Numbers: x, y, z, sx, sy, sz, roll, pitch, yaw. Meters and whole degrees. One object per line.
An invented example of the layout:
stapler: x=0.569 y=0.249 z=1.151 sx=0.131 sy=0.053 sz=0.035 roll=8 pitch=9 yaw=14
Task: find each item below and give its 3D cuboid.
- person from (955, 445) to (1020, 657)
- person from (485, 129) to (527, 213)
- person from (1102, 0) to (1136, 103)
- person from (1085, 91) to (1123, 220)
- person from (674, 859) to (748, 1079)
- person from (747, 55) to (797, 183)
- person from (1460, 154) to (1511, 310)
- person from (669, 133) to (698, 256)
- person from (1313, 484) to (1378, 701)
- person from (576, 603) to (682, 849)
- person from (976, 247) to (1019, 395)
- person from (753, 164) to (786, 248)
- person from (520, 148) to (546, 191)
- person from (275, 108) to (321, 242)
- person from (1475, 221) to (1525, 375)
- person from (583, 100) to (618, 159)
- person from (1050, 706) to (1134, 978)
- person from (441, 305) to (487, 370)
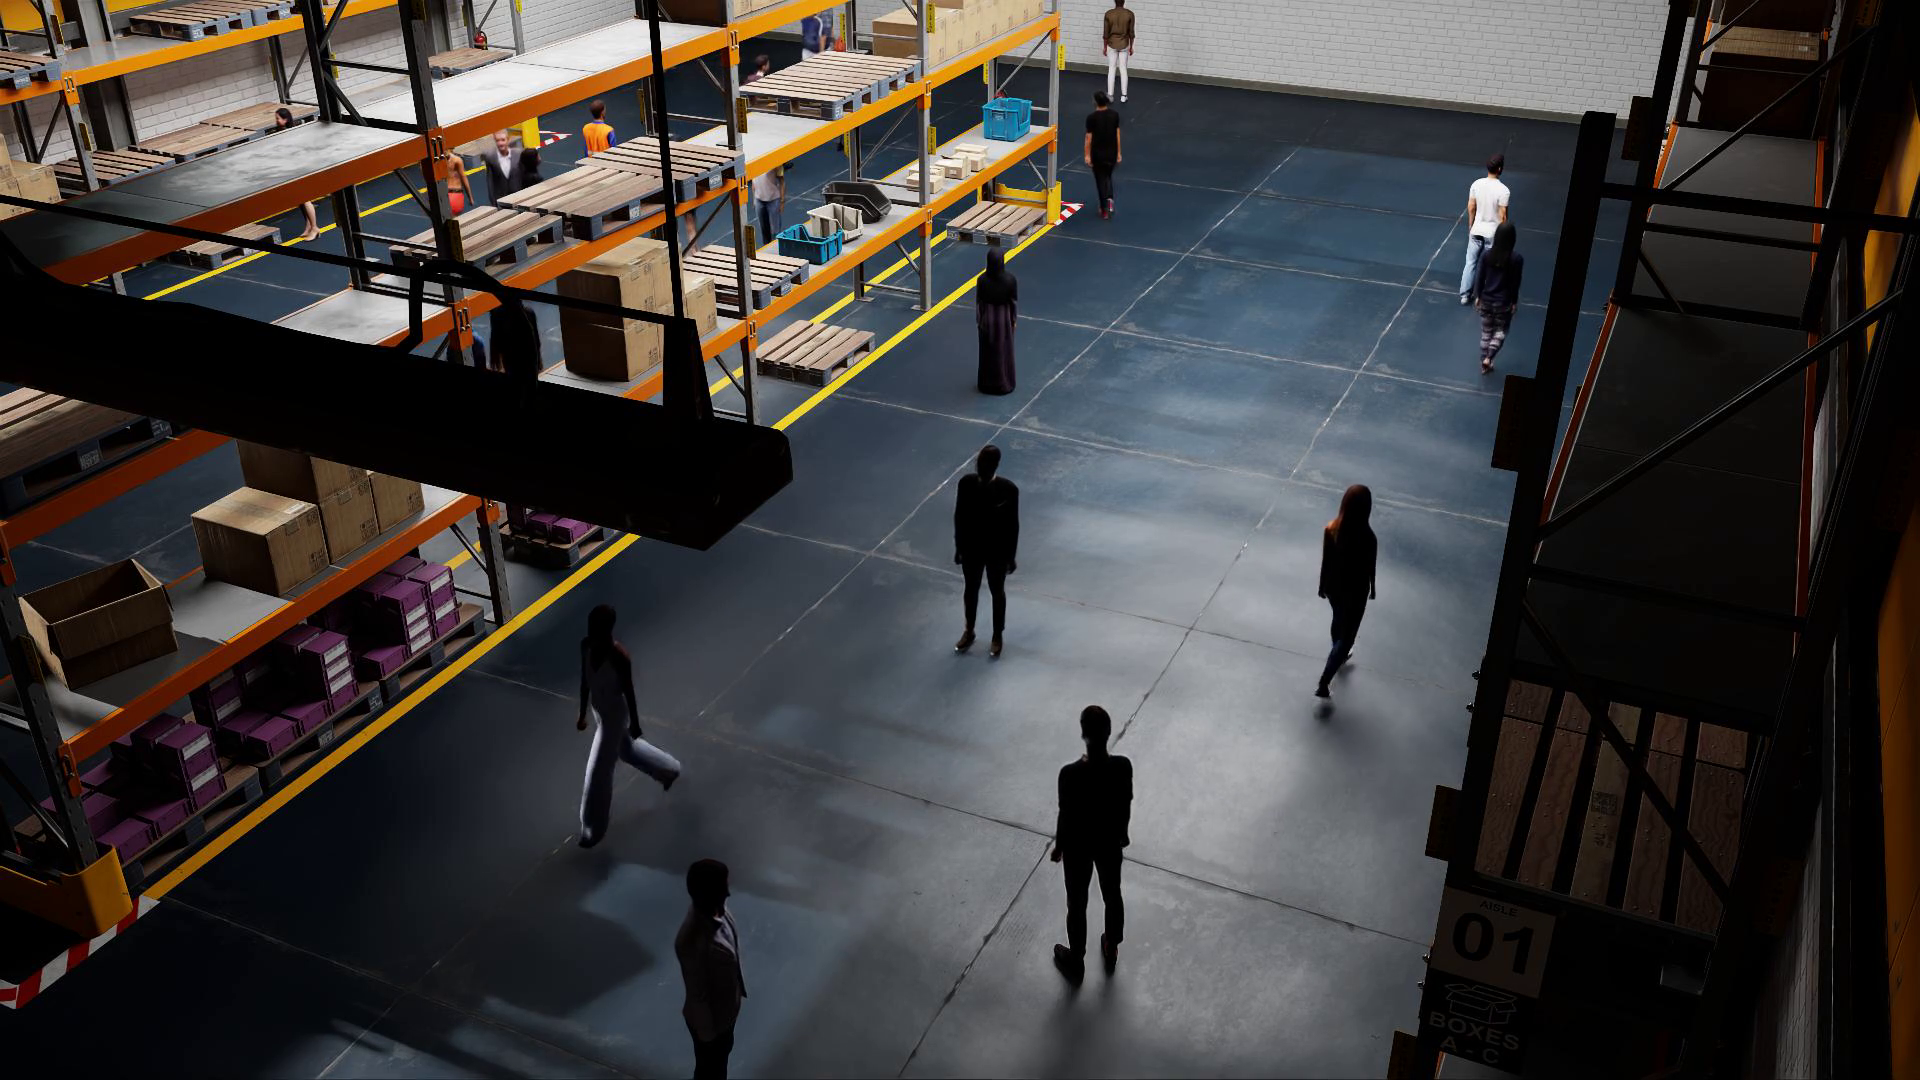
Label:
person: x=0.204 y=0.064 z=13.074 sx=0.690 sy=1.801 sz=0.611 roll=8 pitch=30 yaw=15
person: x=-5.712 y=-4.358 z=21.189 sx=1.198 sy=1.794 sz=1.276 roll=-9 pitch=30 yaw=-16
person: x=2.742 y=-8.529 z=28.802 sx=0.791 sy=1.825 sz=0.728 roll=2 pitch=29 yaw=4
person: x=2.002 y=-5.283 z=22.944 sx=0.792 sy=1.737 sz=0.834 roll=-5 pitch=29 yaw=-10
person: x=-1.297 y=2.417 z=8.713 sx=0.804 sy=1.847 sz=0.635 roll=3 pitch=29 yaw=6
person: x=-2.966 y=-6.140 z=24.436 sx=1.321 sy=1.813 sz=1.071 roll=-21 pitch=35 yaw=-33
person: x=6.299 y=-3.692 z=19.892 sx=0.714 sy=1.867 sz=0.750 roll=-23 pitch=36 yaw=-36
person: x=-3.526 y=-4.284 z=21.195 sx=1.102 sy=1.657 sz=1.118 roll=-12 pitch=31 yaw=-21
person: x=2.883 y=0.421 z=12.541 sx=0.792 sy=1.685 sz=1.145 roll=24 pitch=37 yaw=36
person: x=-2.253 y=1.165 z=11.118 sx=0.826 sy=1.742 sz=1.211 roll=25 pitch=37 yaw=37
person: x=0.384 y=-2.346 z=17.687 sx=0.684 sy=1.615 sz=0.705 roll=1 pitch=29 yaw=2
person: x=-2.436 y=-4.324 z=21.202 sx=0.616 sy=1.722 sz=0.519 roll=13 pitch=31 yaw=23
person: x=-5.348 y=-3.989 z=20.663 sx=0.729 sy=1.650 sz=1.179 roll=20 pitch=34 yaw=32
person: x=-8.848 y=-4.874 z=22.160 sx=0.795 sy=1.769 sz=0.774 roll=-19 pitch=34 yaw=-31
person: x=5.796 y=-2.586 z=18.010 sx=0.644 sy=1.728 sz=0.675 roll=16 pitch=33 yaw=27
person: x=-4.734 y=-4.919 z=22.143 sx=0.673 sy=1.864 sz=0.586 roll=12 pitch=31 yaw=21
person: x=0.793 y=1.796 z=9.848 sx=0.702 sy=1.850 sz=0.757 roll=-9 pitch=30 yaw=-16
person: x=-4.554 y=-1.434 z=15.809 sx=0.903 sy=1.812 sz=1.312 roll=24 pitch=36 yaw=36
